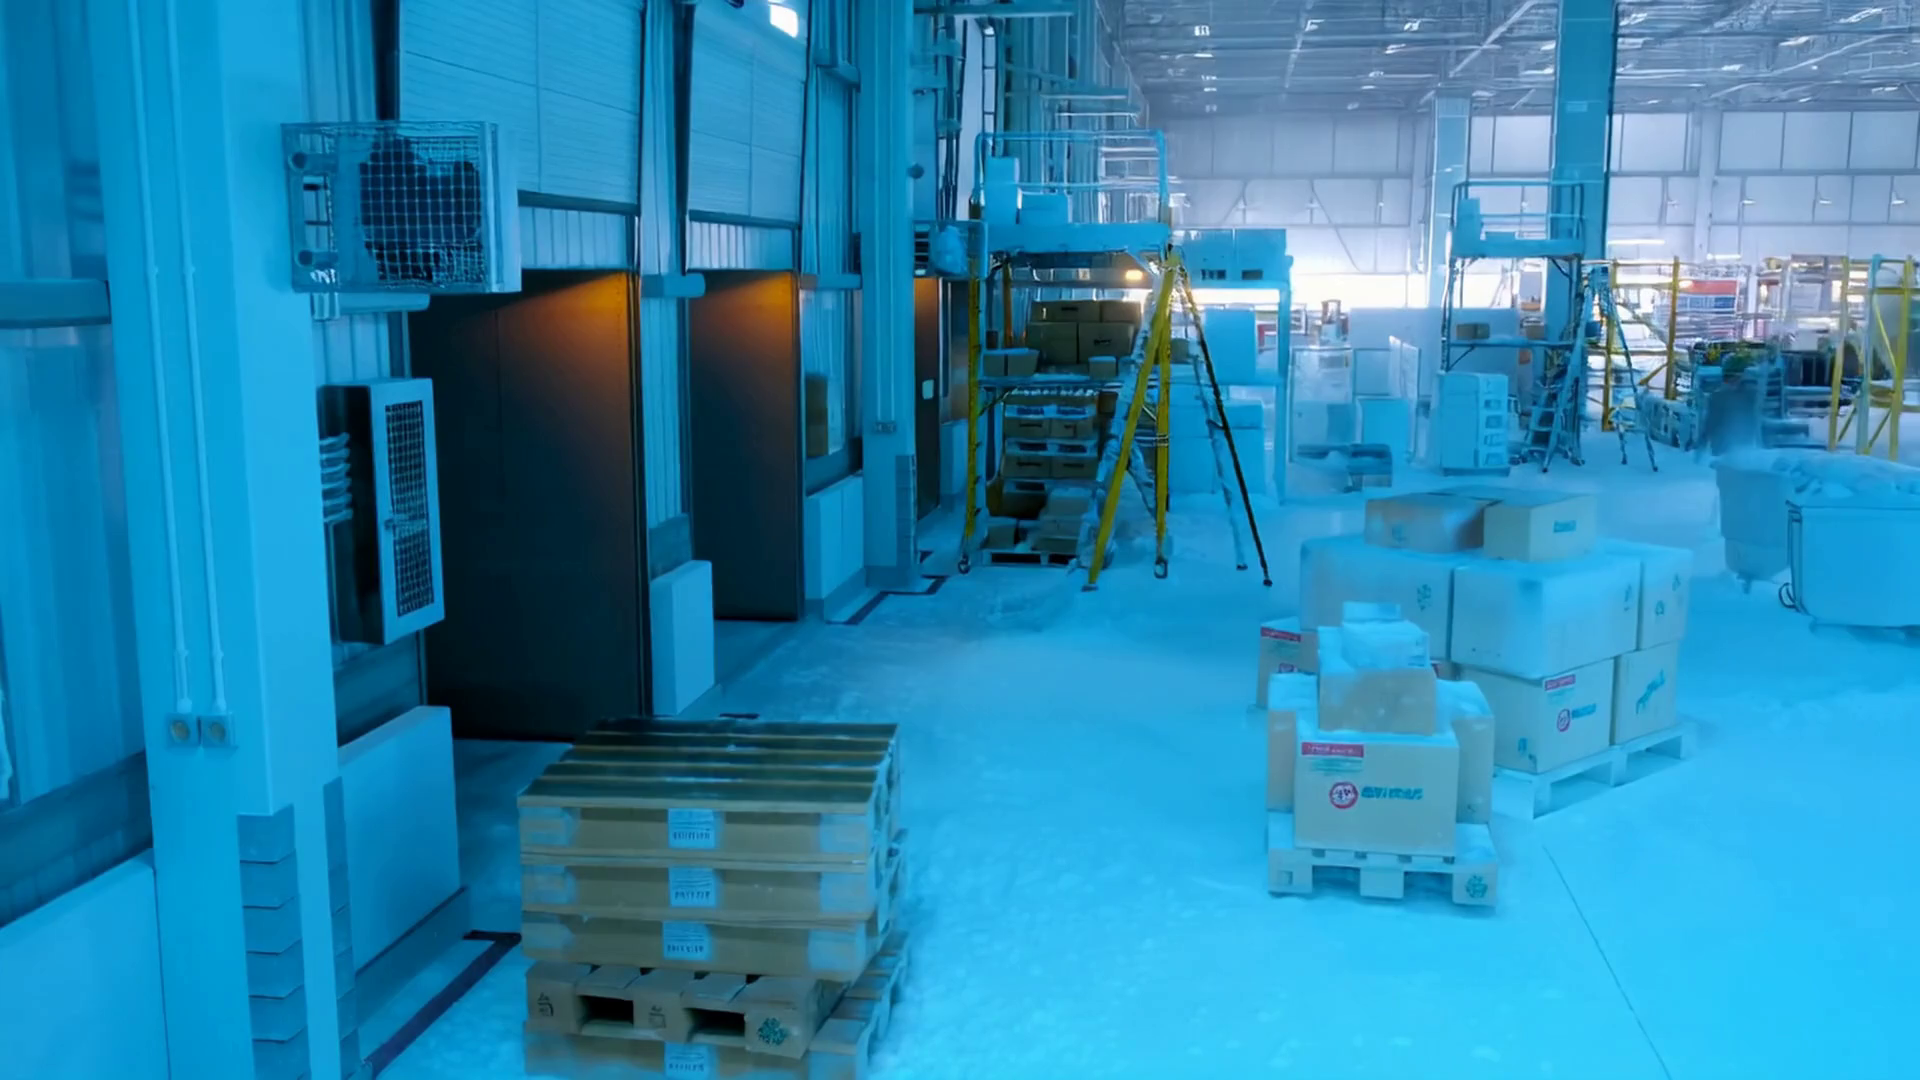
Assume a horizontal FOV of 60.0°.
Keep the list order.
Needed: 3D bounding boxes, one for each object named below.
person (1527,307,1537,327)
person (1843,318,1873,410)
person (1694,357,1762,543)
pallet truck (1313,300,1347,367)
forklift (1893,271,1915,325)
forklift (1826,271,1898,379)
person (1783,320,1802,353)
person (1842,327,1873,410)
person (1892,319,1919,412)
[{"bbox_3d":[18.453,-6.774,53.674,1.041,1.880,0.547,4,10,21],"label":"person"},{"bbox_3d":[18.354,-3.622,34.221,0.645,1.884,1.015,-3,10,-17],"label":"person"},{"bbox_3d":[8.187,-0.971,17.619,0.986,1.955,0.612,-5,10,-28],"label":"person"},{"bbox_3d":[11.159,-6.200,49.718,0.823,1.965,1.885,4,10,26],"label":"pallet truck"},{"bbox_3d":[26.971,-6.296,47.597,1.873,2.768,1.129,4,10,26],"label":"forklift"},{"bbox_3d":[21.070,-4.771,38.191,1.873,2.768,1.129,1,9,9],"label":"forklift"},{"bbox_3d":[17.255,-3.650,34.496,0.519,1.830,0.397,-6,11,-34],"label":"person"},{"bbox_3d":[17.966,-3.403,33.366,0.515,1.697,0.922,-2,9,-12],"label":"person"},{"bbox_3d":[18.750,-3.416,32.883,0.853,1.906,0.668,-6,11,-31],"label":"person"}]
